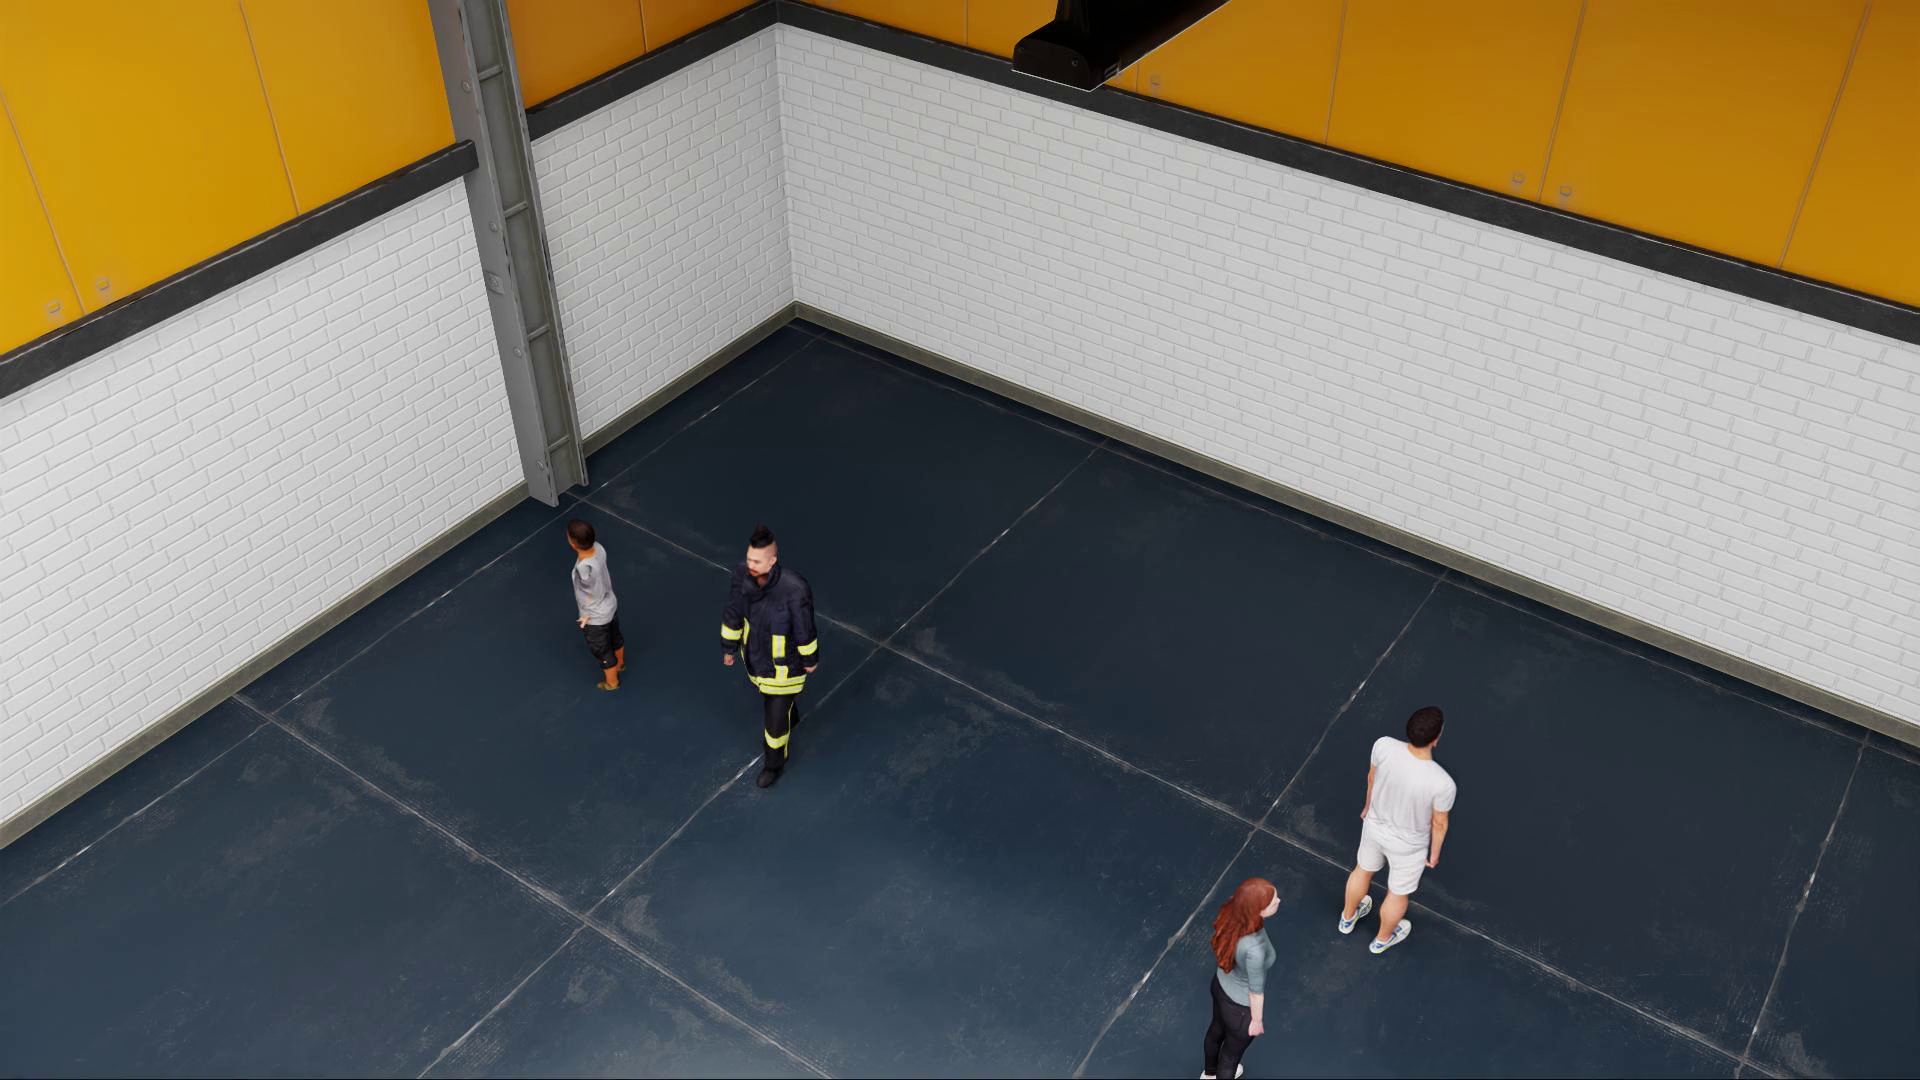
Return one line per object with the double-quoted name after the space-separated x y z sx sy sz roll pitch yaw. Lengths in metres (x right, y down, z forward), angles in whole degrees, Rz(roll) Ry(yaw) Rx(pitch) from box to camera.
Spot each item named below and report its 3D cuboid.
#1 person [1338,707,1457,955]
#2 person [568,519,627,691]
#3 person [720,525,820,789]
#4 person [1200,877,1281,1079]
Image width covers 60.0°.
2.457 1.627 9.354 0.637 1.855 0.720 -31 48 -33 "person"
-2.450 0.397 11.216 0.706 1.455 0.583 5 39 7 "person"
-1.142 0.623 10.623 0.814 1.841 0.956 20 43 23 "person"
1.428 2.341 8.551 0.724 1.743 0.666 -7 39 -9 "person"
